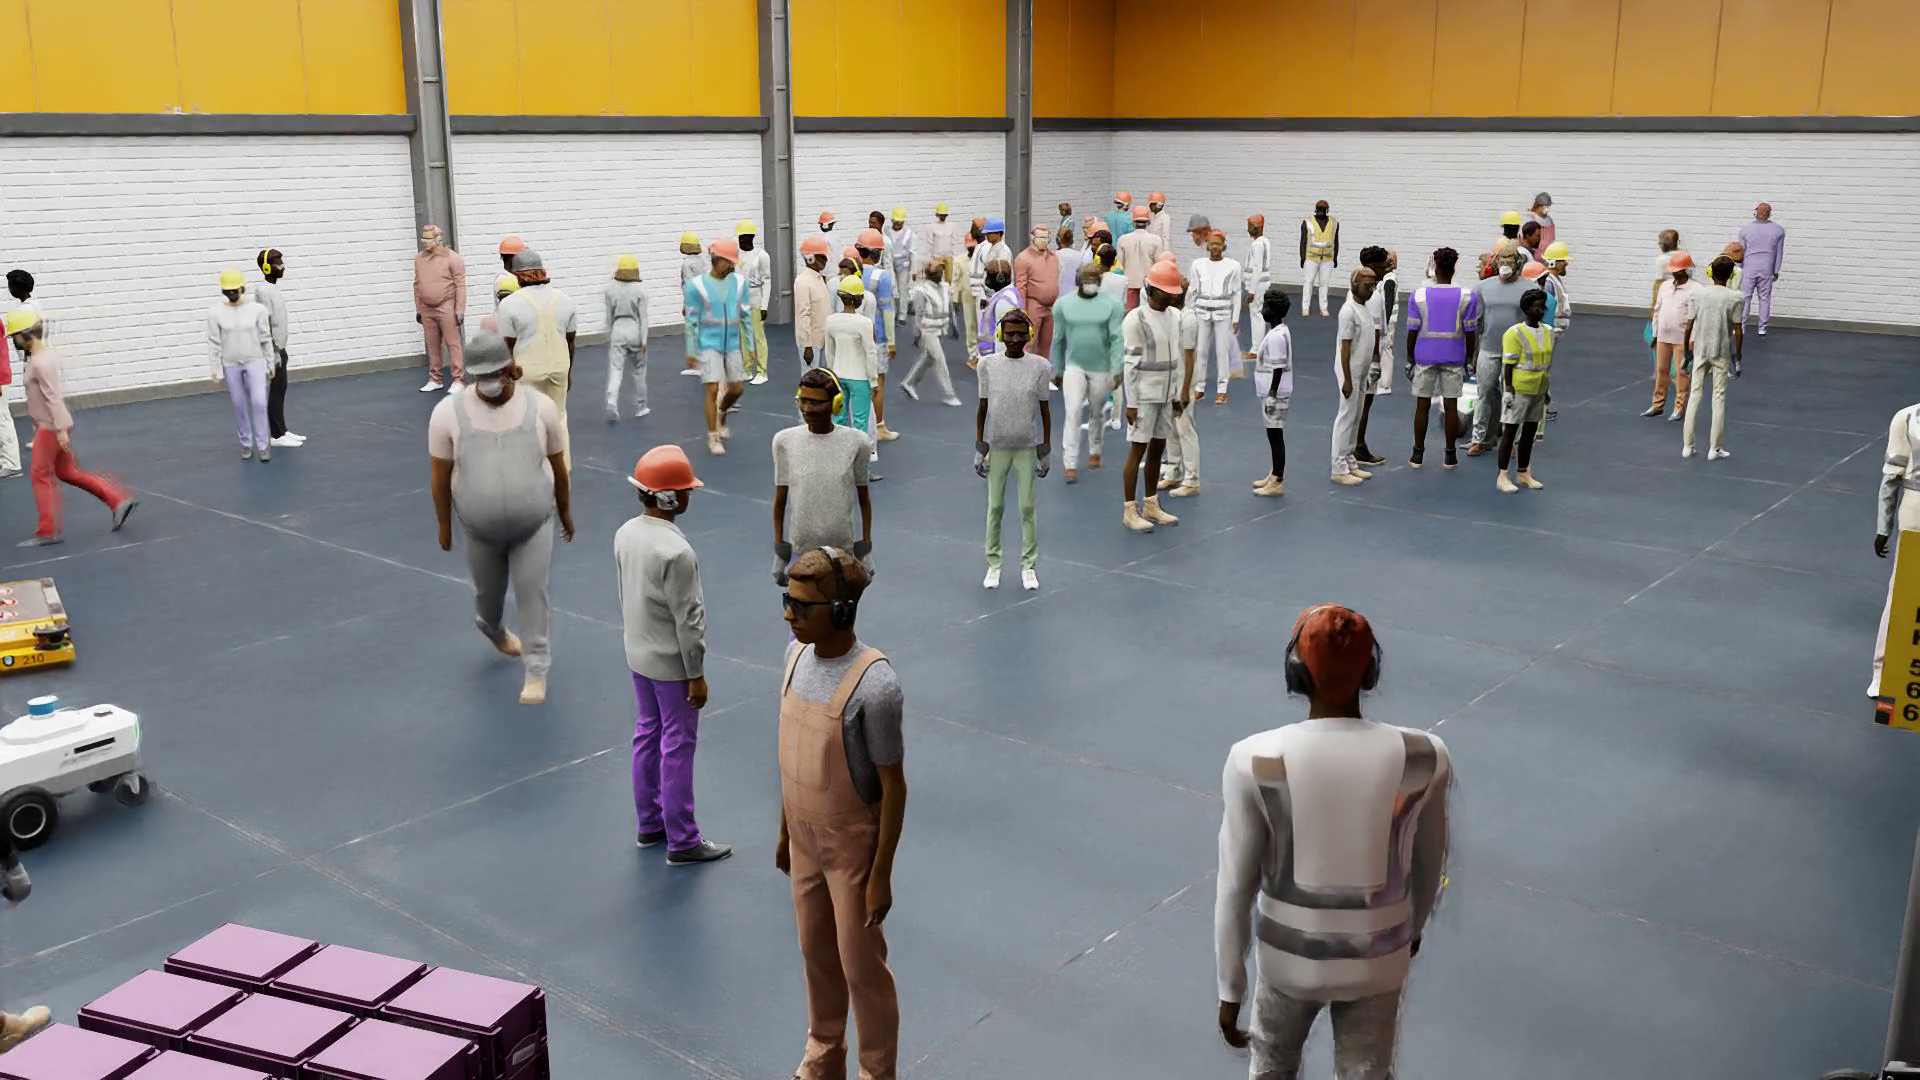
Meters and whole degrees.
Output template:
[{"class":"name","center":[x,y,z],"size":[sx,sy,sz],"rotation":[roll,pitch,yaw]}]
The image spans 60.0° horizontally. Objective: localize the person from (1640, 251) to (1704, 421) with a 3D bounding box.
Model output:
[{"class":"person","center":[7.379,-2.104,17.183],"size":[0.337,1.742,0.563],"rotation":[-9,16,-31]}]

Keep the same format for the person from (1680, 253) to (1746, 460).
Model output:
[{"class":"person","center":[6.869,-1.669,15.188],"size":[0.537,1.870,0.312],"rotation":[11,18,38]}]

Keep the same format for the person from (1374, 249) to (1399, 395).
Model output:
[{"class":"person","center":[4.800,-2.463,18.833],"size":[0.308,1.640,0.514],"rotation":[1,14,4]}]

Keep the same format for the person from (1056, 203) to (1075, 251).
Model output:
[{"class":"person","center":[1.911,-5.242,29.960],"size":[0.314,1.632,0.523],"rotation":[-5,15,-19]}]

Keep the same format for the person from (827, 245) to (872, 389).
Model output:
[{"class":"person","center":[-1.136,-2.272,17.830],"size":[0.561,1.753,0.330],"rotation":[4,15,16]}]

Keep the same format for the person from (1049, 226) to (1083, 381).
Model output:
[{"class":"person","center":[1.248,-2.824,19.890],"size":[0.518,1.834,0.347],"rotation":[-7,16,-26]}]

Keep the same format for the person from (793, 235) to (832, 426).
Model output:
[{"class":"person","center":[-1.381,-1.881,15.781],"size":[0.375,1.996,0.608],"rotation":[2,14,9]}]

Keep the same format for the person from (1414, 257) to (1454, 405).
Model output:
[{"class":"person","center":[5.136,-2.273,18.085],"size":[0.341,1.620,0.520],"rotation":[-9,17,-32]}]

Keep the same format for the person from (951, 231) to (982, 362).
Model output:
[{"class":"person","center":[0.190,-3.054,21.067],"size":[0.605,1.698,0.799],"rotation":[2,14,9]}]

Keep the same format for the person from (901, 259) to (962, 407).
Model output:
[{"class":"person","center":[-0.330,-2.282,18.188],"size":[0.847,1.597,0.550],"rotation":[11,18,36]}]

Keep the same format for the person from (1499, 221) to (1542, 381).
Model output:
[{"class":"person","center":[6.642,-2.827,19.764],"size":[0.405,1.905,0.605],"rotation":[6,15,22]}]

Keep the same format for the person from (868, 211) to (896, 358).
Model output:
[{"class":"person","center":[-1.052,-3.293,21.580],"size":[0.392,1.921,0.590],"rotation":[-7,16,-27]}]

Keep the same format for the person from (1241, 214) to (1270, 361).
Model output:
[{"class":"person","center":[3.826,-3.258,21.514],"size":[0.356,1.883,0.573],"rotation":[4,15,17]}]

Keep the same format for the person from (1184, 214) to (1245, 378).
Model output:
[{"class":"person","center":[2.976,-2.960,20.002],"size":[1.055,2.000,0.696],"rotation":[3,14,12]}]

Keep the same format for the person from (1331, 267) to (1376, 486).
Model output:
[{"class":"person","center":[3.362,-1.392,14.135],"size":[0.333,1.842,0.515],"rotation":[8,16,29]}]

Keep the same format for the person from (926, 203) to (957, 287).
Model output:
[{"class":"person","center":[-0.301,-4.654,27.363],"size":[0.533,1.755,0.357],"rotation":[-6,15,-23]}]

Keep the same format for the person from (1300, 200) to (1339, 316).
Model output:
[{"class":"person","center":[5.734,-4.492,26.534],"size":[0.629,1.839,0.429],"rotation":[0,14,-1]}]

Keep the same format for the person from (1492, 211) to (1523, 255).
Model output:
[{"class":"person","center":[7.043,-3.277,21.550],"size":[0.379,1.914,0.670],"rotation":[3,14,14]}]

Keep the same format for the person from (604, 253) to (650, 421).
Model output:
[{"class":"person","center":[-3.457,-2.096,17.201],"size":[0.487,1.720,0.756],"rotation":[1,14,6]}]

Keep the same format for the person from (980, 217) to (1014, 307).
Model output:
[{"class":"person","center":[0.444,-2.908,20.014],"size":[0.415,1.939,0.611],"rotation":[-3,14,-11]}]

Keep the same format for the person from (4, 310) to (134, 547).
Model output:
[{"class":"person","center":[-6.564,-0.836,12.192],"size":[0.750,1.720,0.533],"rotation":[-8,16,-28]}]

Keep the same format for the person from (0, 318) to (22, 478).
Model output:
[{"class":"person","center":[-8.423,-1.406,14.409],"size":[0.350,1.739,0.574],"rotation":[-12,19,-41]}]

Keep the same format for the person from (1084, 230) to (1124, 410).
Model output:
[{"class":"person","center":[1.536,-2.358,17.847],"size":[0.392,1.919,0.590],"rotation":[-8,16,-28]}]

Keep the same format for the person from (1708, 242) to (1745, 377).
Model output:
[{"class":"person","center":[9.300,-2.796,20.188],"size":[0.280,1.627,0.494],"rotation":[-3,14,-10]}]

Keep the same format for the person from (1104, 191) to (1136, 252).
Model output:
[{"class":"person","center":[2.528,-4.458,26.079],"size":[0.622,1.992,0.396],"rotation":[13,19,42]}]

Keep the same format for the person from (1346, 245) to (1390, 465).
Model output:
[{"class":"person","center":[3.653,-1.664,14.971],"size":[0.361,1.964,0.613],"rotation":[-2,14,-7]}]

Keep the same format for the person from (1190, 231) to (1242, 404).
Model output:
[{"class":"person","center":[2.775,-2.434,18.216],"size":[0.584,1.882,0.339],"rotation":[6,15,23]}]

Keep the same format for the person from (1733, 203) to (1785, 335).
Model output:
[{"class":"person","center":[11.550,-3.919,24.105],"size":[0.643,1.909,0.410],"rotation":[3,14,11]}]

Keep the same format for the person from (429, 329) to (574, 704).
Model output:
[{"class":"person","center":[-2.466,-0.202,8.982],"size":[0.713,2.000,0.872],"rotation":[-3,14,-13]}]

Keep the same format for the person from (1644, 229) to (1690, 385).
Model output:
[{"class":"person","center":[8.323,-2.729,19.536],"size":[0.620,1.813,0.510],"rotation":[-5,15,-19]}]

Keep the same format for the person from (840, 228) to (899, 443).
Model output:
[{"class":"person","center":[-0.855,-1.959,15.998],"size":[0.615,2.043,0.373],"rotation":[10,17,35]}]

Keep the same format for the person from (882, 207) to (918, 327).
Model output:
[{"class":"person","center":[-0.946,-4.081,24.973],"size":[0.619,1.797,0.620],"rotation":[4,14,14]}]

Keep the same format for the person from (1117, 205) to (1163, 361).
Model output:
[{"class":"person","center":[2.316,-3.291,21.413],"size":[0.613,1.997,0.374],"rotation":[4,15,15]}]

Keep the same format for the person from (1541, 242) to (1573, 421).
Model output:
[{"class":"person","center":[6.099,-2.157,17.214],"size":[0.404,1.830,0.603],"rotation":[6,15,23]}]

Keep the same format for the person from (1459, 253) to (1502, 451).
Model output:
[{"class":"person","center":[4.958,-1.754,15.574],"size":[0.392,1.847,0.563],"rotation":[9,17,32]}]

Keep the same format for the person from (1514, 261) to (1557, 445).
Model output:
[{"class":"person","center":[5.452,-1.782,15.896],"size":[0.348,1.739,0.572],"rotation":[11,18,38]}]

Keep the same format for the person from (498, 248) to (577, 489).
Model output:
[{"class":"person","center":[-3.531,-1.410,13.806],"size":[0.685,2.000,0.535],"rotation":[-13,19,-41]}]
